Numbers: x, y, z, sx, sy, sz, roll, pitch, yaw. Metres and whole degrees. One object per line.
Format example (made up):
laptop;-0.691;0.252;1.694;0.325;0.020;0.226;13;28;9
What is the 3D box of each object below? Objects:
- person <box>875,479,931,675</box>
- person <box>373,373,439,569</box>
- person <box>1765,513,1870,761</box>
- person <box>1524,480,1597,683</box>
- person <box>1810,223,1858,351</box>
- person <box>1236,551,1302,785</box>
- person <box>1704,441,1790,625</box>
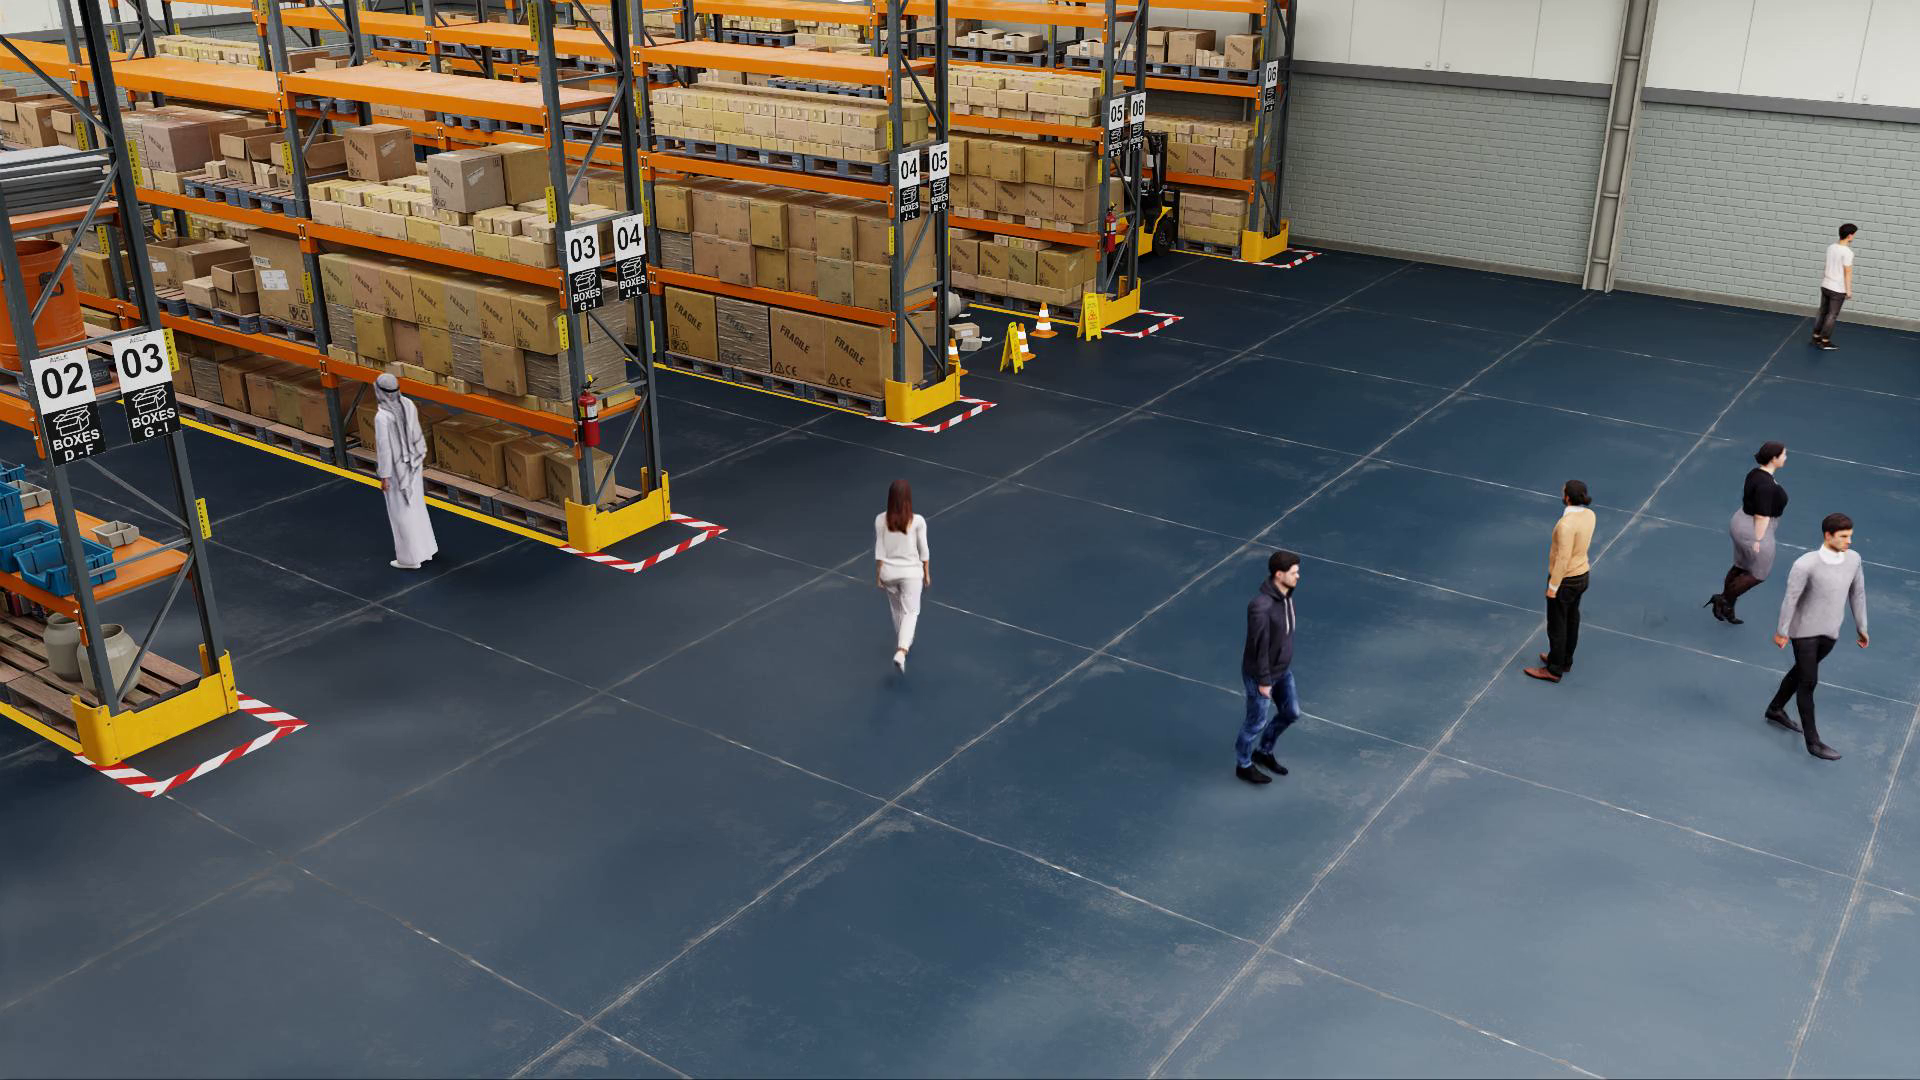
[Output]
person;-0.493;0.314;13.911;1.060;1.665;0.956;4;23;8
person;-5.338;-0.664;15.878;0.709;1.925;0.757;8;24;19
person;6.521;0.658;12.824;1.144;1.882;1.267;-8;24;-19
person;5.029;0.326;13.771;0.636;1.751;0.684;20;30;39
person;11.973;-3.490;22.787;0.757;1.718;0.715;-2;23;-5
person;2.165;0.927;12.202;0.637;1.875;0.684;17;29;35
person;6.868;-0.032;14.627;0.868;1.741;0.804;5;24;11
